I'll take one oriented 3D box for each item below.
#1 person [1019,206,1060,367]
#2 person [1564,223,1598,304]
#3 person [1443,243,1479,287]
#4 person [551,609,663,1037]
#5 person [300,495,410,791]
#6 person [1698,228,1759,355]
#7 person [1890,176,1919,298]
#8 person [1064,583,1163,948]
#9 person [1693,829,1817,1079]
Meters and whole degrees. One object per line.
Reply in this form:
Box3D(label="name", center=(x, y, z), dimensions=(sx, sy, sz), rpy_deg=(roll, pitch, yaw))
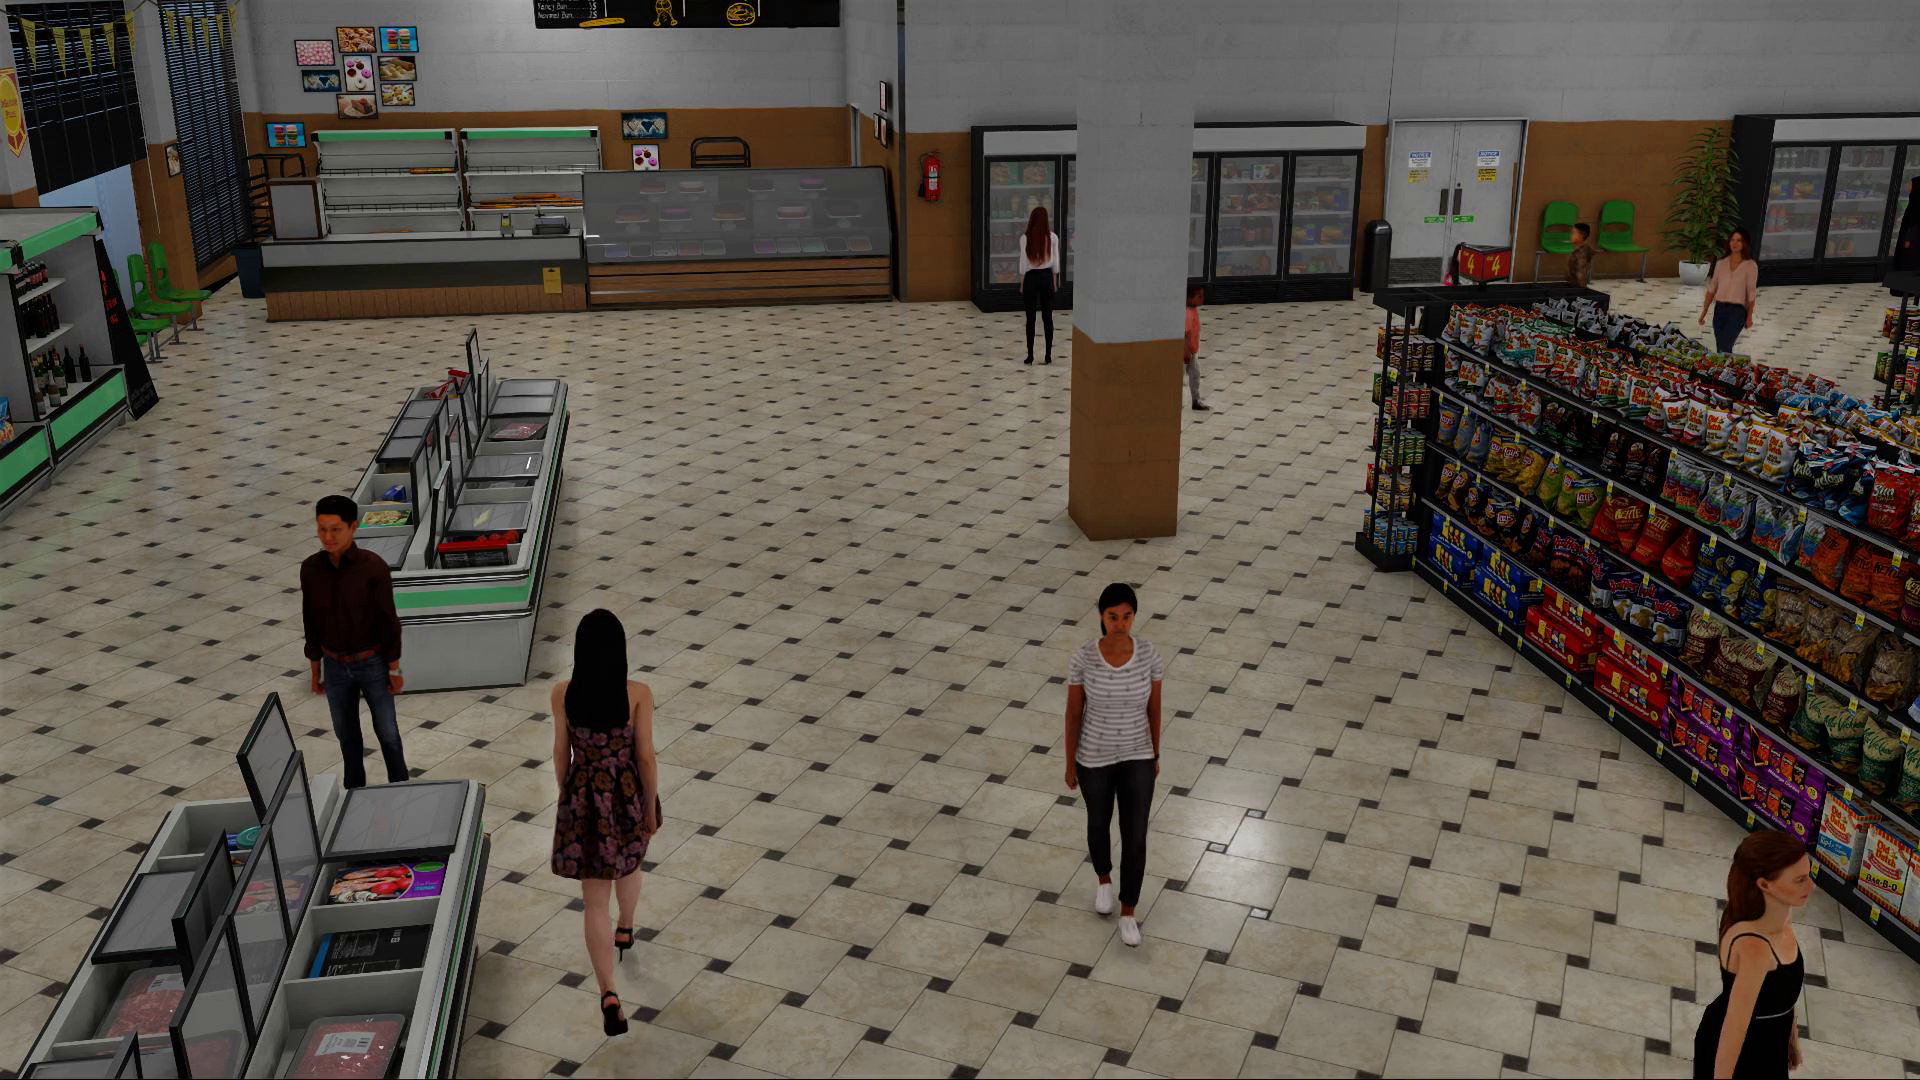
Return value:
Box3D(label="person", center=(0.873, -2.827, 18.519), dimensions=(0.595, 1.759, 0.483), rpy_deg=(-3, 19, -9))
Box3D(label="person", center=(7.251, -2.944, 19.390), dimensions=(0.927, 1.424, 1.011), rpy_deg=(5, 19, 15))
Box3D(label="person", center=(5.090, -2.236, 17.026), dimensions=(0.607, 1.592, 0.953), rpy_deg=(-4, 19, -11))
Box3D(label="person", center=(-1.439, 1.165, 6.725), dimensions=(0.633, 1.730, 1.185), rpy_deg=(-4, 19, -12))
Box3D(label="person", center=(-2.999, 0.613, 8.291), dimensions=(0.682, 1.776, 0.592), rpy_deg=(1, 19, 3))
Box3D(label="person", center=(7.844, -2.262, 16.844), dimensions=(0.935, 1.758, 1.047), rpy_deg=(-12, 22, -32))
Box3D(label="person", center=(12.941, -4.121, 22.587), dimensions=(0.779, 1.611, 0.719), rpy_deg=(13, 22, 33))
Box3D(label="person", center=(0.691, 0.943, 7.536), dimensions=(0.694, 1.632, 0.857), rpy_deg=(1, 19, 3))
Box3D(label="person", center=(2.458, 1.665, 5.432), dimensions=(0.884, 1.609, 0.829), rpy_deg=(11, 22, 30))
